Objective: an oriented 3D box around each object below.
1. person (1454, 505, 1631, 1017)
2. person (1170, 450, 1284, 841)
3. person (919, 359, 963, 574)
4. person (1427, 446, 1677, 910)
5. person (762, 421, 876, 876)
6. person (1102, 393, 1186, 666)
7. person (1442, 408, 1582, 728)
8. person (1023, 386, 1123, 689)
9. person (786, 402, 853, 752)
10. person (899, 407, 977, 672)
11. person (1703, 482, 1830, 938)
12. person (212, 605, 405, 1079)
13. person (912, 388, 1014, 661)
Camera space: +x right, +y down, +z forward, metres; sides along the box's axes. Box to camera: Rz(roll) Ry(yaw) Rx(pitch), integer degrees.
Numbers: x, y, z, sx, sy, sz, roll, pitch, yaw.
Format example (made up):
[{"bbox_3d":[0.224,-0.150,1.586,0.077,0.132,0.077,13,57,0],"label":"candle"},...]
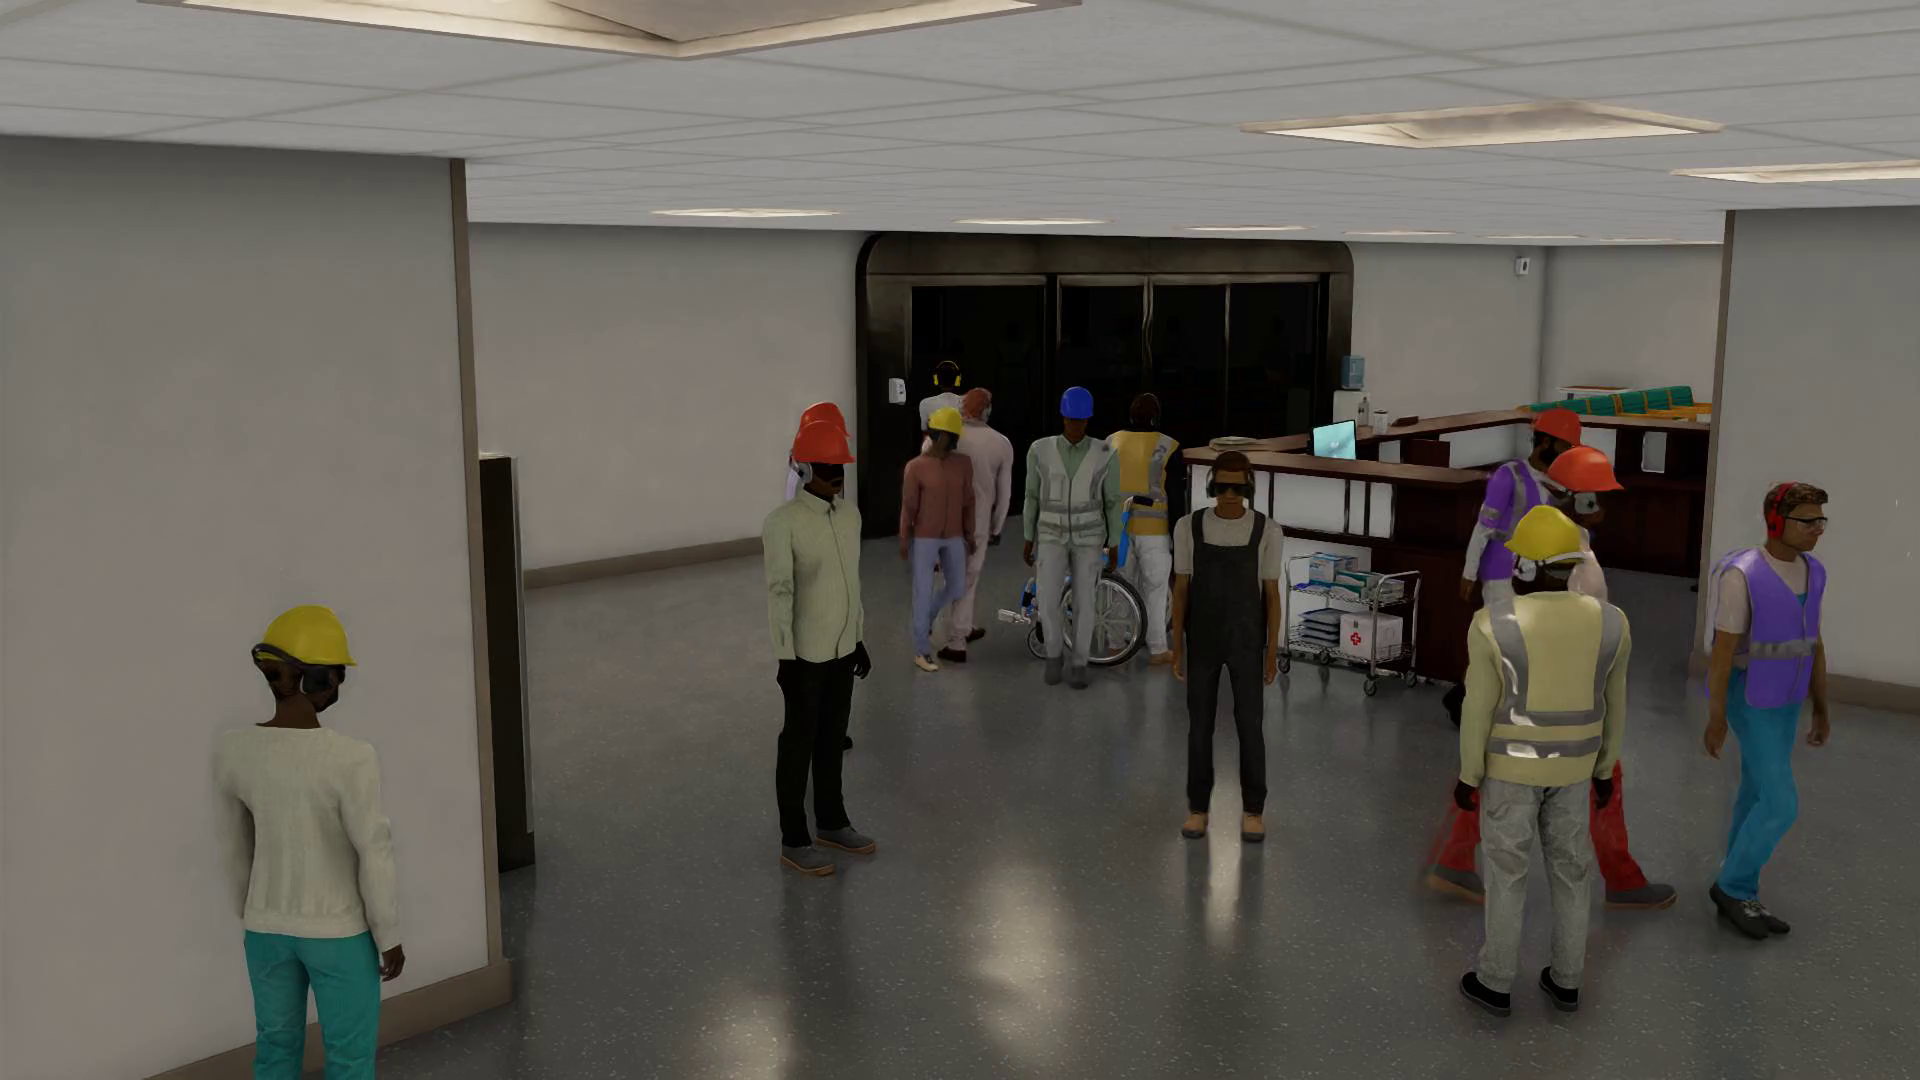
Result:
[{"bbox_3d":[2.047,0.787,5.914,0.599,1.834,0.404,-1,9,-6],"label":"person"},{"bbox_3d":[1.232,0.490,7.746,0.505,1.837,0.345,3,10,16],"label":"person"},{"bbox_3d":[-0.109,-0.635,14.517,0.521,1.874,0.328,0,9,-2],"label":"person"},{"bbox_3d":[2.447,0.579,6.859,1.017,1.954,0.615,-1,9,-6],"label":"person"},{"bbox_3d":[-0.619,0.465,7.395,0.376,1.995,0.612,6,11,32],"label":"person"},{"bbox_3d":[1.218,-0.070,11.196,0.647,1.835,0.431,5,11,30],"label":"person"},{"bbox_3d":[3.150,0.197,9.375,0.591,1.885,0.596,-6,11,-34],"label":"person"},{"bbox_3d":[0.709,-0.006,10.481,0.634,1.924,0.448,1,9,6],"label":"person"},{"bbox_3d":[-0.775,0.201,9.232,0.389,1.928,0.550,-2,10,-15],"label":"person"},{"bbox_3d":[-0.185,-0.031,11.167,0.553,1.748,0.549,-5,11,-30],"label":"person"},{"bbox_3d":[3.219,0.676,6.597,0.605,1.828,0.490,-6,11,-33],"label":"person"},{"bbox_3d":[-1.748,1.051,4.531,0.523,1.760,0.327,3,10,15],"label":"person"},{"bbox_3d":[0.022,-0.121,11.482,0.667,1.845,0.842,3,10,18],"label":"person"}]
